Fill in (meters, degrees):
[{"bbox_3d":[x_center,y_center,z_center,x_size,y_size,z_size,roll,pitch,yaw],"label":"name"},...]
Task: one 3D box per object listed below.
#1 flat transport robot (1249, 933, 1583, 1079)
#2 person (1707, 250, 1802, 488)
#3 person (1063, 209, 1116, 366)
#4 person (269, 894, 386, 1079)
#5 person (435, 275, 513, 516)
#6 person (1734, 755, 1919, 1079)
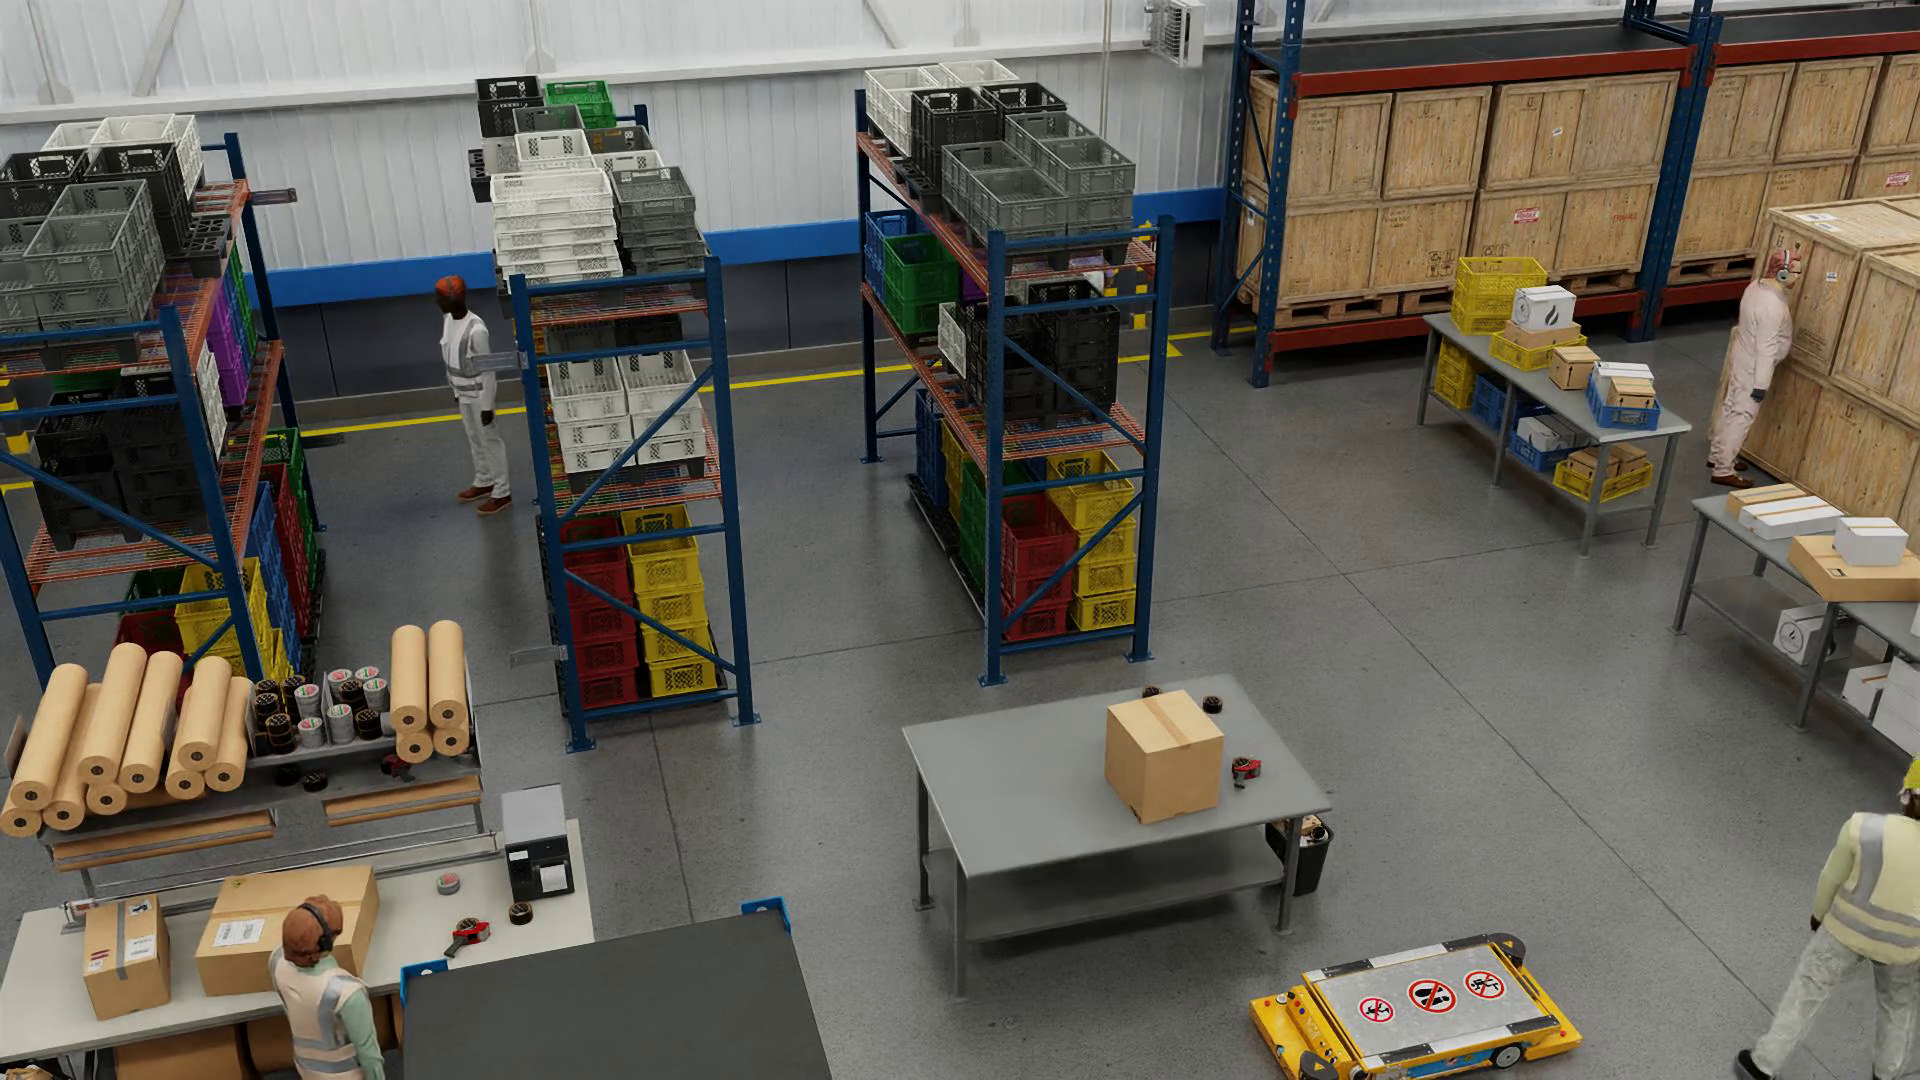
[{"bbox_3d":[2.184,2.282,7.980,1.431,0.197,0.652,-8,30,-14],"label":"flat transport robot"},{"bbox_3d":[6.179,-1.335,12.892,0.402,1.900,0.636,5,29,9],"label":"person"},{"bbox_3d":[1.100,-2.443,14.873,0.632,1.932,0.363,7,29,12],"label":"person"},{"bbox_3d":[-2.542,2.149,6.819,0.518,1.632,0.311,16,33,27],"label":"person"},{"bbox_3d":[-3.649,-1.092,12.456,0.359,1.885,0.575,-22,36,-34],"label":"person"},{"bbox_3d":[4.057,1.747,7.399,0.769,1.791,0.526,9,30,16],"label":"person"}]
